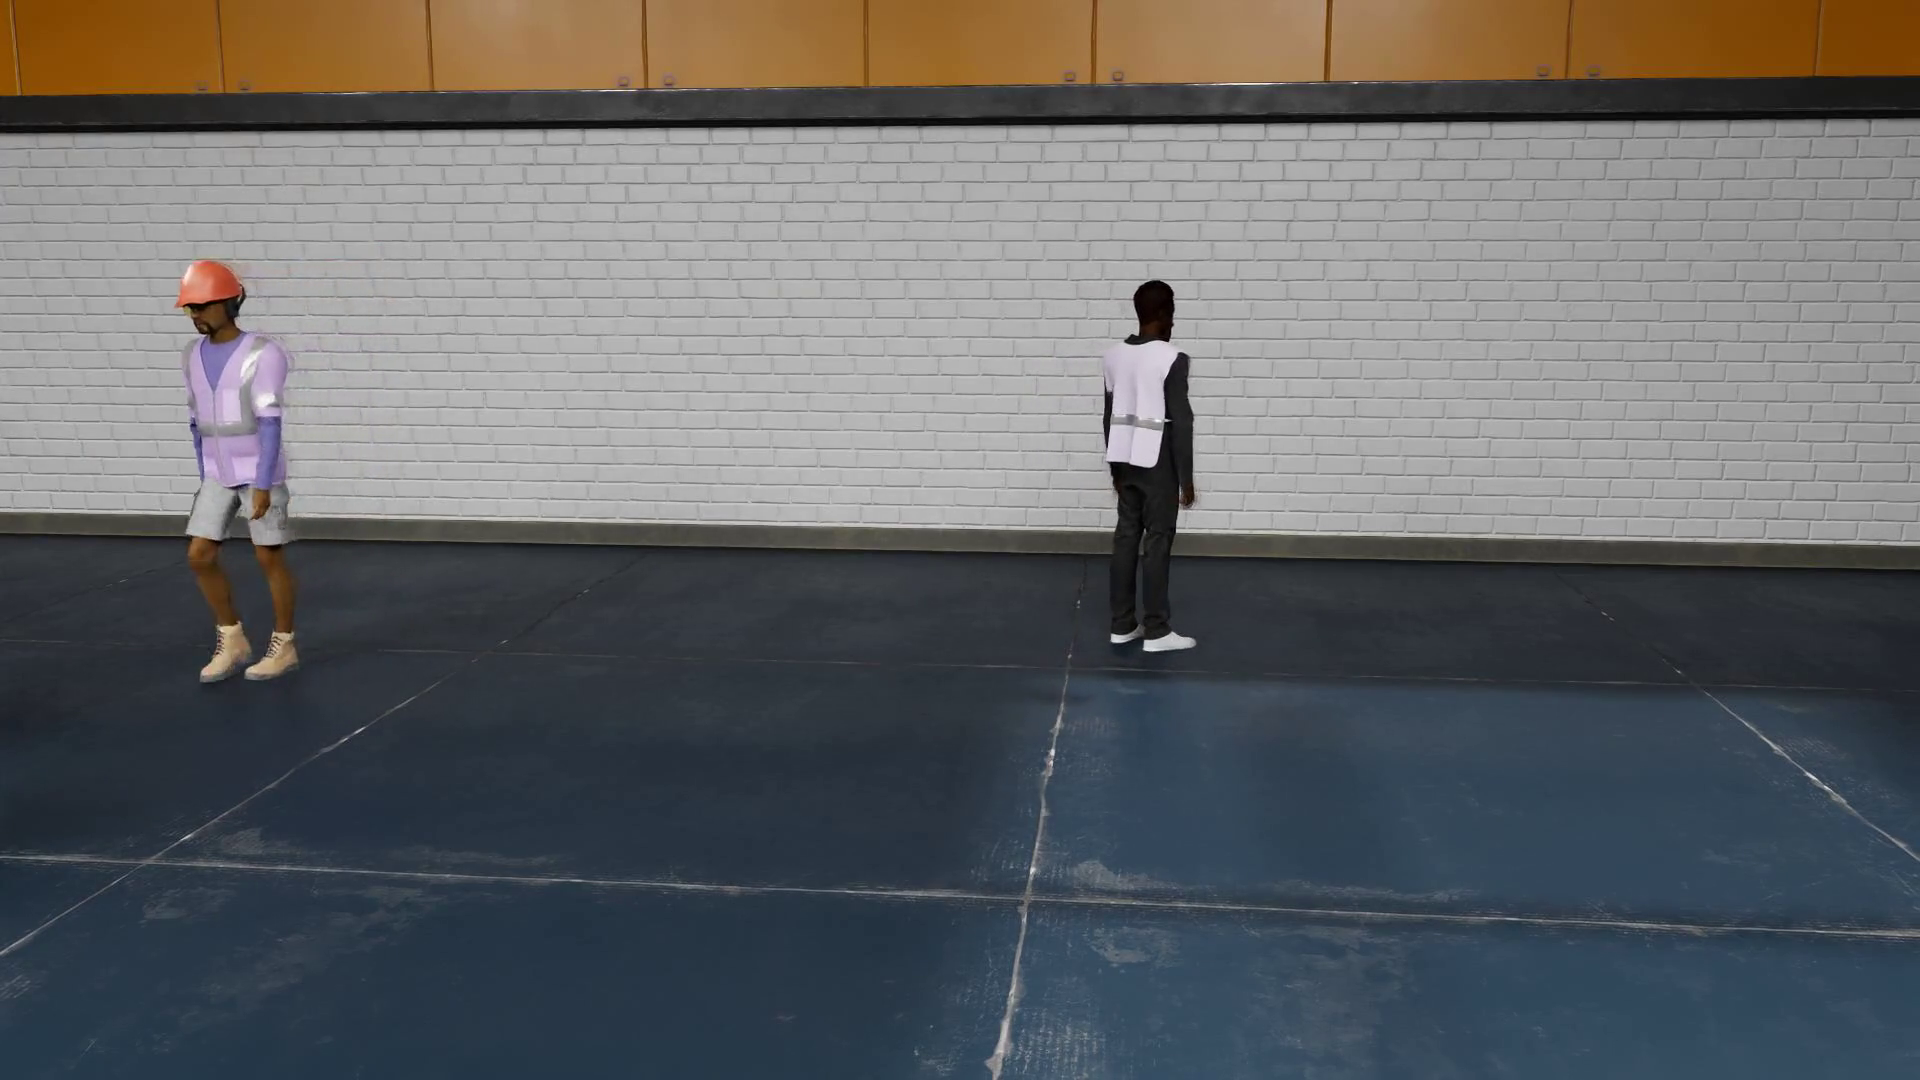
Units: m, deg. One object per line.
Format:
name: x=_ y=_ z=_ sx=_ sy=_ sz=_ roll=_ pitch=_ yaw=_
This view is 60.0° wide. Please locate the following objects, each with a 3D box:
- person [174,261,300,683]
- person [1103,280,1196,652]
person: x=-3.454 y=-0.305 z=7.908 sx=0.620 sy=2.017 sz=0.612 roll=3 pitch=10 yaw=16
person: x=0.970 y=-0.378 z=8.631 sx=0.379 sy=1.917 sz=0.594 roll=-8 pitch=12 yaw=-37
